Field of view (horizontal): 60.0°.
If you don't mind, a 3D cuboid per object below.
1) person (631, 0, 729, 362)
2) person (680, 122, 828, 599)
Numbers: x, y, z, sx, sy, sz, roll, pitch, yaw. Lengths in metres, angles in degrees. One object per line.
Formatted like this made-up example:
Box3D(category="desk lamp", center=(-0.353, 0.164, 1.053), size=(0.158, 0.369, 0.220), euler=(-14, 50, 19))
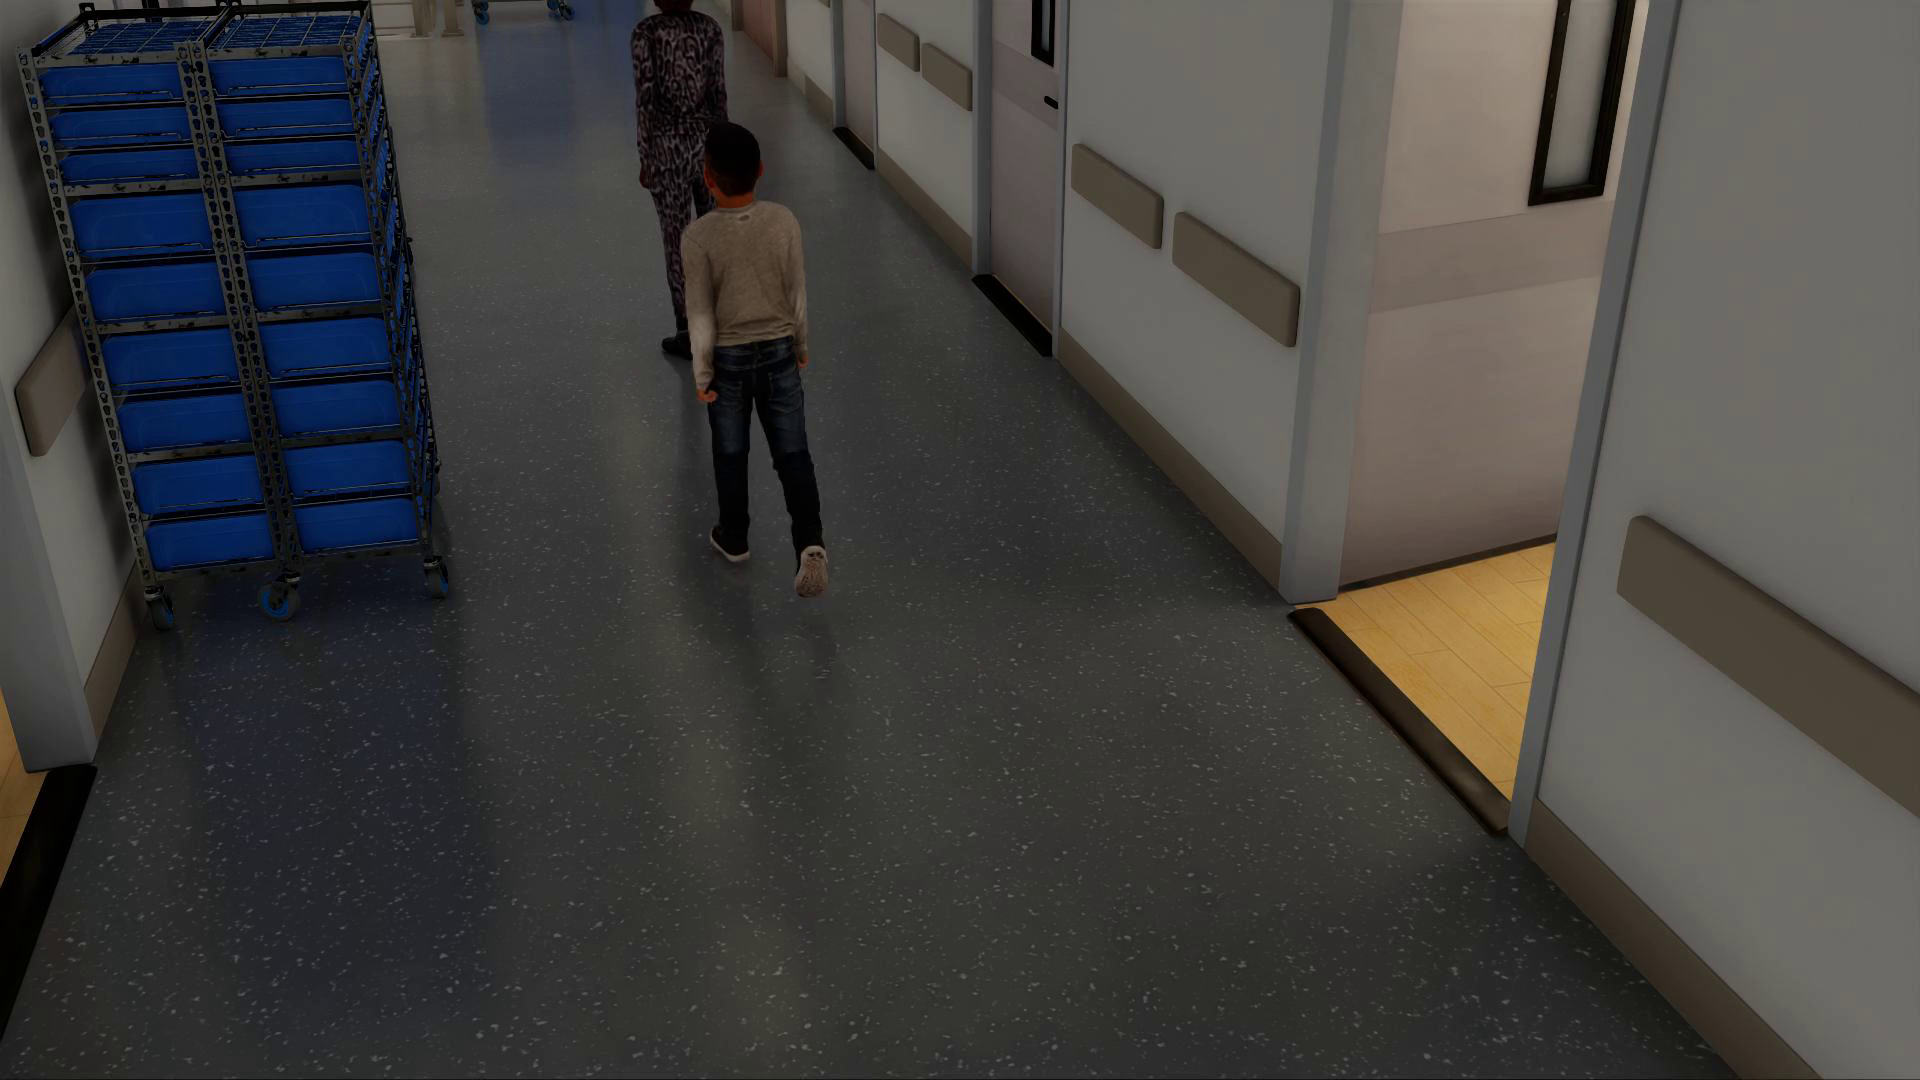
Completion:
Box3D(category="person", center=(-1.162, -1.619, 7.055), size=(0.640, 1.714, 0.644), euler=(-15, 30, -29))
Box3D(category="person", center=(-0.608, -0.514, 5.075), size=(0.603, 1.443, 0.952), euler=(-10, 27, -20))
